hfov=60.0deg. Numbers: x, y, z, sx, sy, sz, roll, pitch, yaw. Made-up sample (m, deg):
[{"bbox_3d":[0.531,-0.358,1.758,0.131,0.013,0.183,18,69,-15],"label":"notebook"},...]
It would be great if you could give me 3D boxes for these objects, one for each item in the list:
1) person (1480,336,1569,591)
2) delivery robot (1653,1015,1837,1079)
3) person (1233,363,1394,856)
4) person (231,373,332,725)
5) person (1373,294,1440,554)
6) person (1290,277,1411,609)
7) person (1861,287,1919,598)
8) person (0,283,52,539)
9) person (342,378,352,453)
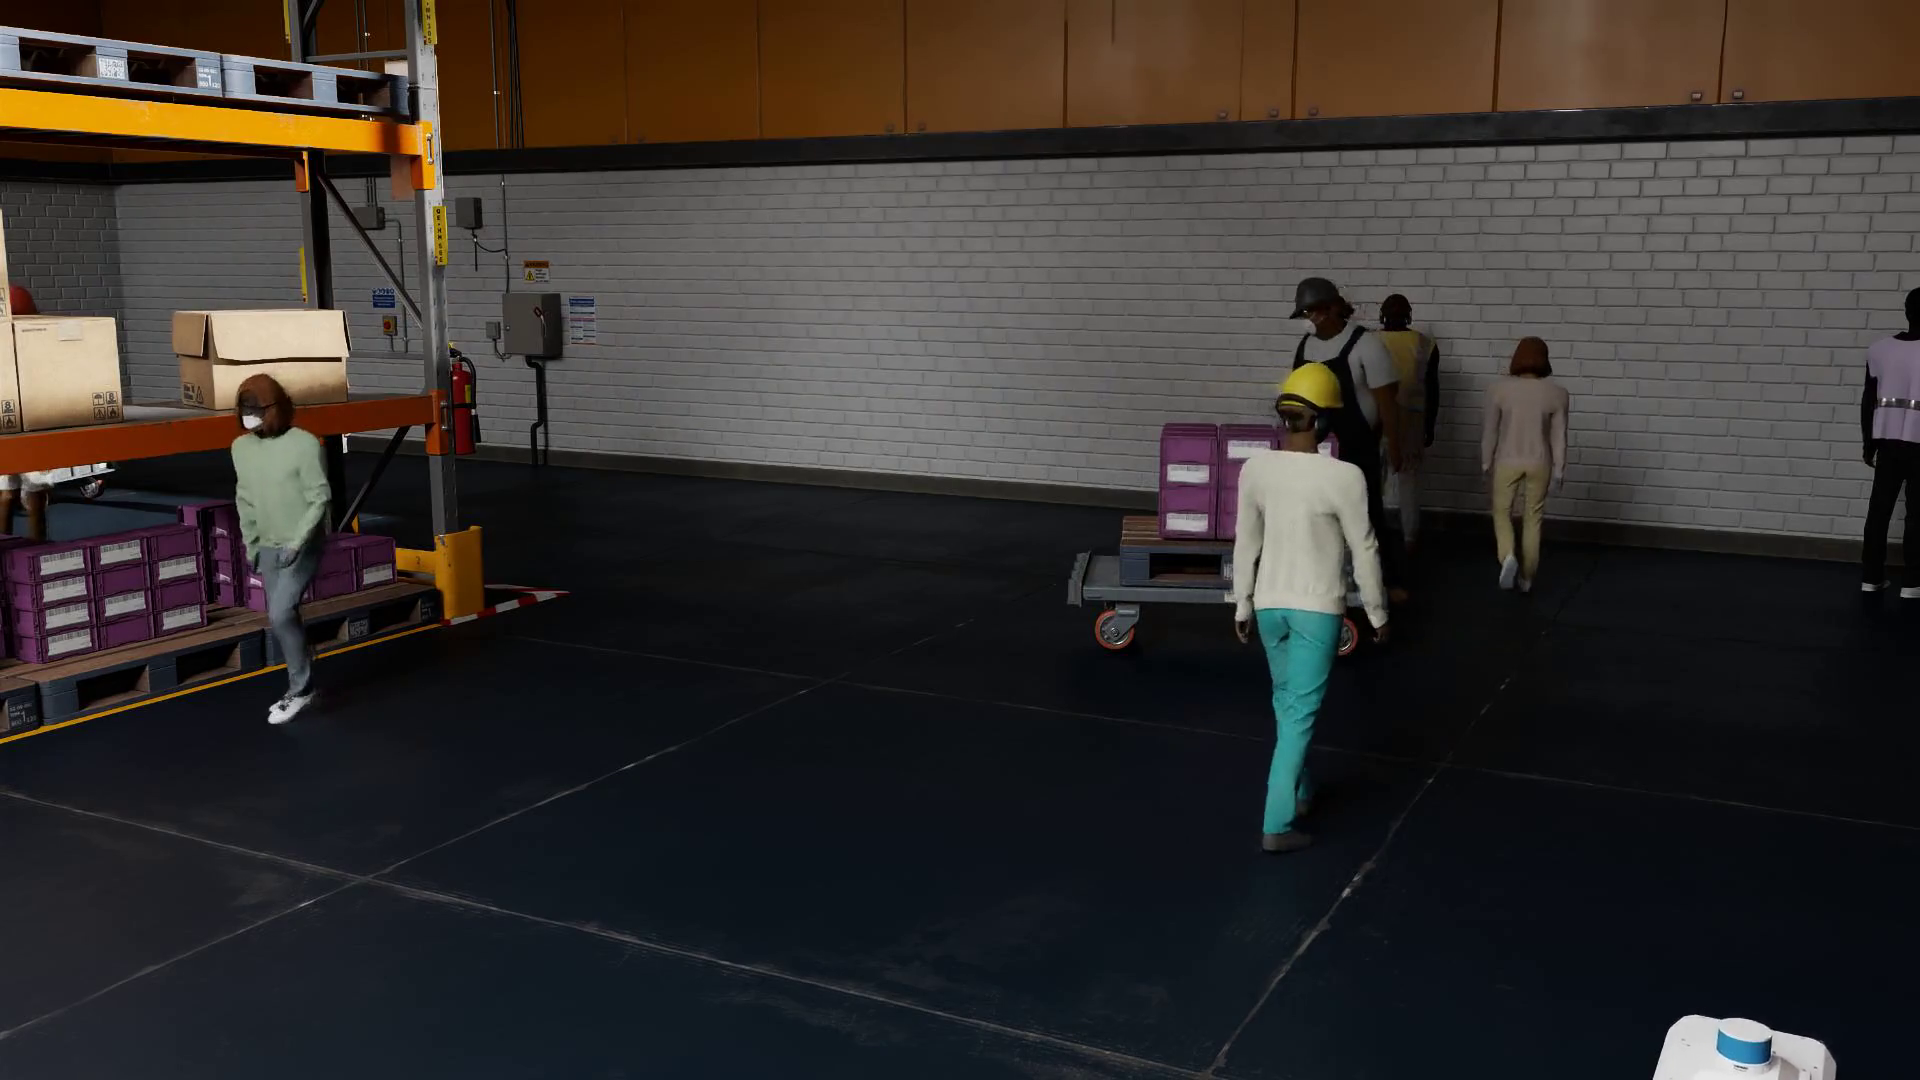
[{"bbox_3d":[3.497,-0.453,10.308,0.510,1.615,0.554,2,10,14],"label":"person"},{"bbox_3d":[1.591,1.225,3.410,0.477,0.478,0.707,5,11,29],"label":"delivery robot"},{"bbox_3d":[1.271,0.236,5.997,0.606,1.749,0.537,-9,13,-41],"label":"person"},{"bbox_3d":[-3.026,0.037,7.537,0.528,1.595,0.500,4,11,23],"label":"person"},{"bbox_3d":[3.064,-0.814,11.784,0.622,1.838,0.429,2,10,12],"label":"person"},{"bbox_3d":[2.295,-0.602,9.958,0.832,2.000,0.580,10,14,44],"label":"person"},{"bbox_3d":[5.876,-0.601,10.300,0.383,1.921,0.597,-6,11,-30],"label":"person"},{"bbox_3d":[-5.933,-0.647,10.527,0.551,1.934,0.370,4,11,23],"label":"person"},{"bbox_3d":[-4.948,-0.933,12.864,0.540,1.698,0.317,2,10,11],"label":"person"}]
